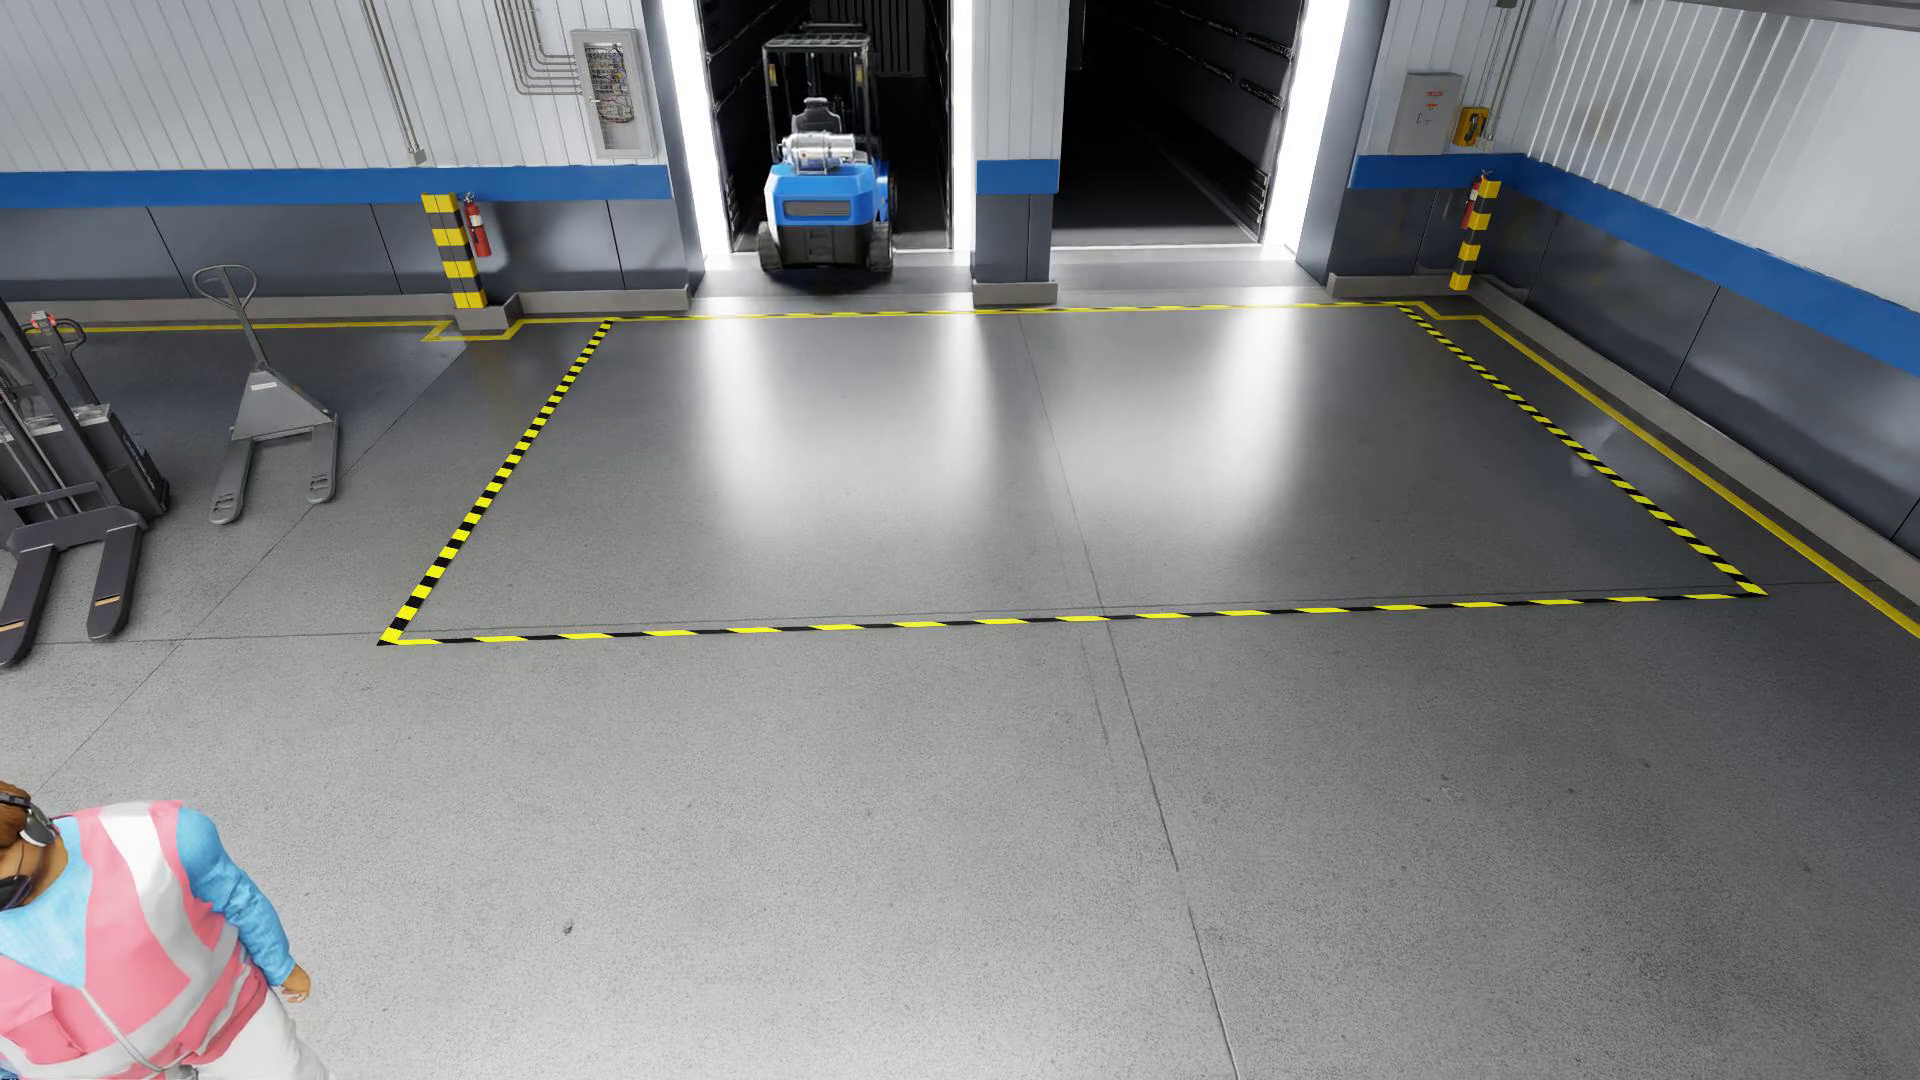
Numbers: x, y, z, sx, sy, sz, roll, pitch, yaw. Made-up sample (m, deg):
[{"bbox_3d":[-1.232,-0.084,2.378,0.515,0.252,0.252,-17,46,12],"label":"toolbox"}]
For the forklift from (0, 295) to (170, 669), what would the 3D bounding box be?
[{"bbox_3d":[-5.212,-0.618,4.878,0.823,1.965,1.885,-20,39,-26],"label":"forklift"}]

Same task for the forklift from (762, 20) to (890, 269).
[{"bbox_3d":[-1.410,-4.320,9.869,1.157,2.036,2.680,0,35,0],"label":"forklift"}]

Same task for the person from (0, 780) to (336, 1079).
[{"bbox_3d":[-2.024,1.252,2.326,0.630,1.842,0.429,-29,44,-35],"label":"person"}]

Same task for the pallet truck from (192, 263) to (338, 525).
[{"bbox_3d":[-4.778,-1.027,6.128,0.680,1.201,1.601,-17,38,-23],"label":"pallet truck"}]
